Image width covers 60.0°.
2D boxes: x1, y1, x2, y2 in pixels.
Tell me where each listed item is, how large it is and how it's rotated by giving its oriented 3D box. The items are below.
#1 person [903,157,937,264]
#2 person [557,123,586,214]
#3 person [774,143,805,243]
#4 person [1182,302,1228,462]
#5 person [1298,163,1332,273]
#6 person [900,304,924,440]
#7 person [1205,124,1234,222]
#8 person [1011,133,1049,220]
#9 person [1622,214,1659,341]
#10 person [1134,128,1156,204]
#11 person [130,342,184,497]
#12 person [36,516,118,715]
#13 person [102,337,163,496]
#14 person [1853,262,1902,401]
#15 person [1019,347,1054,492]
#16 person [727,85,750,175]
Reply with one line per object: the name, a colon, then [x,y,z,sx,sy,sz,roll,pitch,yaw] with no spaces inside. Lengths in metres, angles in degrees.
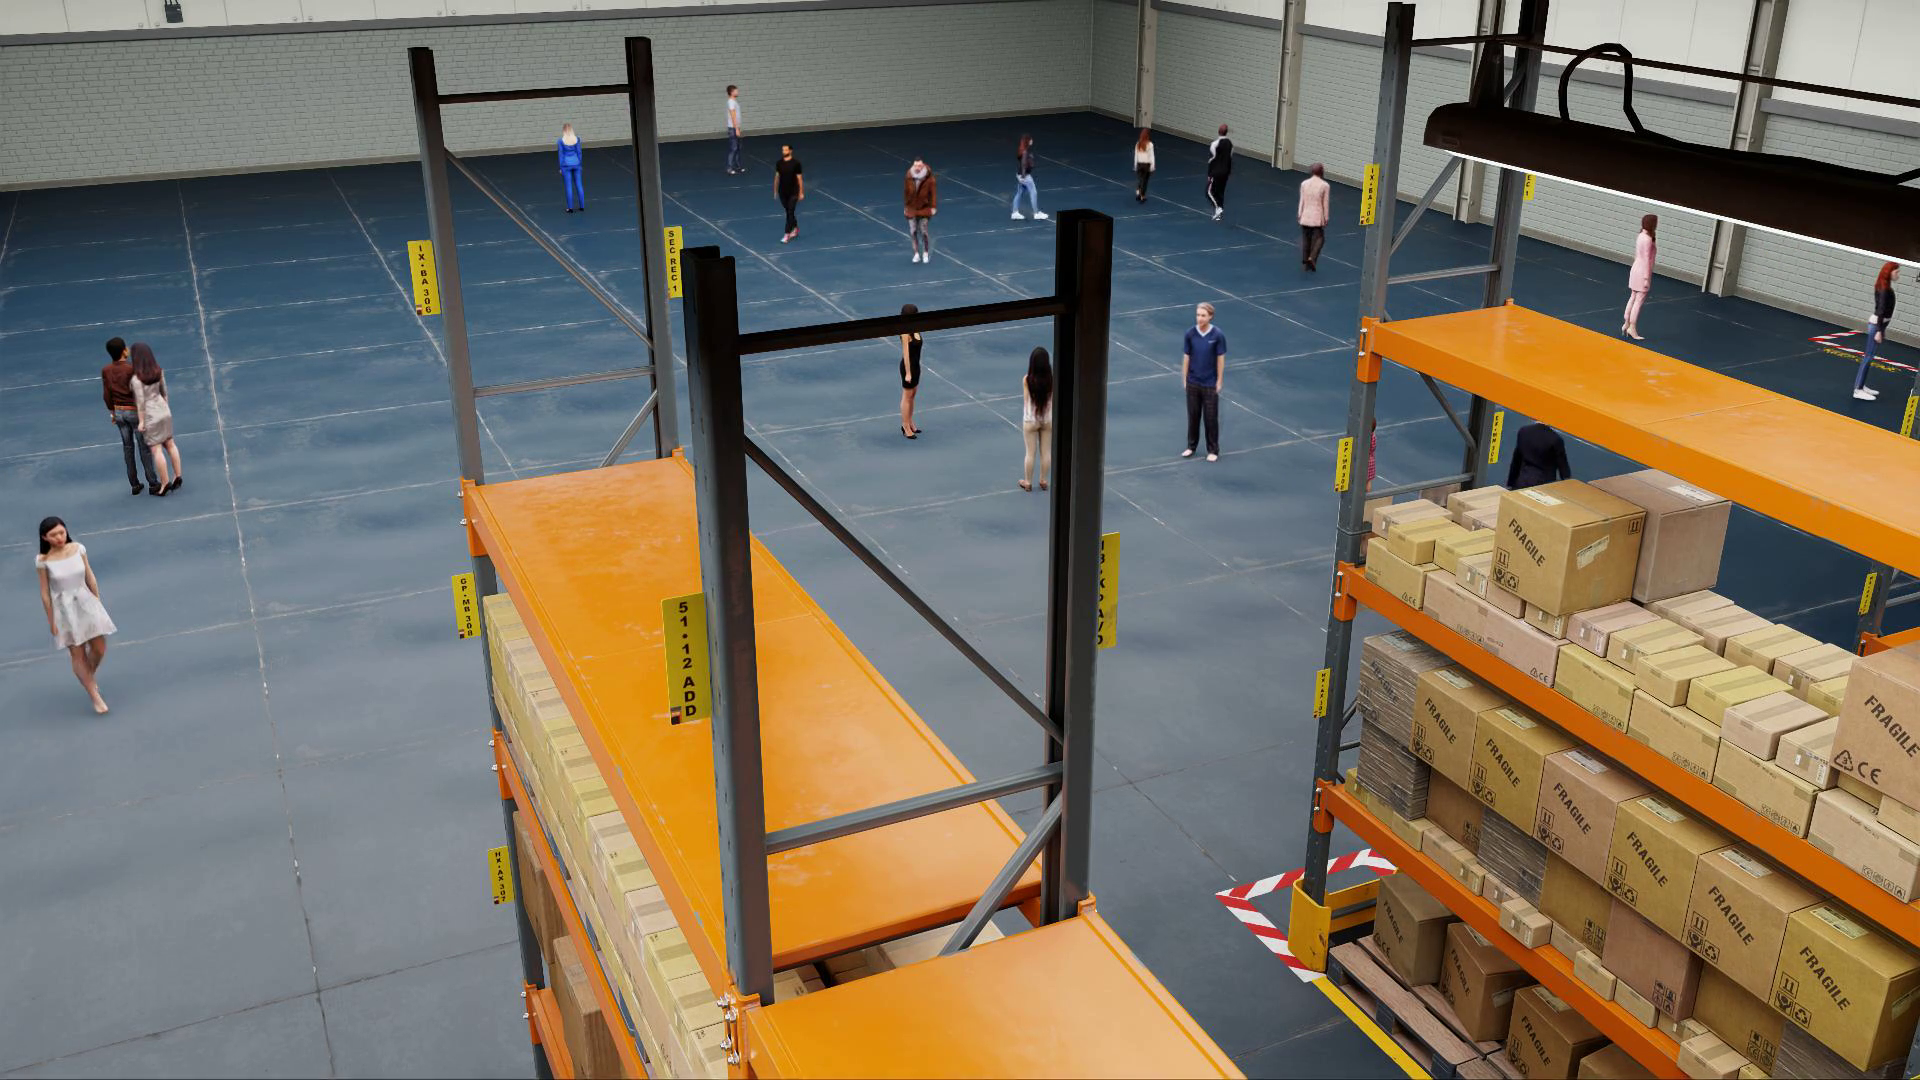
person: [-0.699,-5.636,28.348,0.833,1.810,0.872,5,24,11]
person: [-7.522,-7.207,32.182,0.635,1.701,0.569,-14,27,-29]
person: [-3.043,-6.247,29.906,1.144,1.715,1.206,8,24,18]
person: [2.826,-1.863,19.401,0.714,1.868,0.789,9,25,21]
person: [5.853,-5.335,27.661,0.948,1.792,0.990,12,26,26]
person: [-0.607,-2.059,20.142,0.689,1.649,0.616,7,24,15]
person: [4.921,-6.902,31.319,0.683,1.815,0.711,-9,25,-21]
person: [1.147,-6.864,31.489,0.903,1.612,0.964,-2,23,-4]
person: [9.857,-3.820,24.087,0.746,1.803,0.622,1,23,3]
person: [3.618,-7.393,32.906,0.624,1.476,0.705,14,27,30]
person: [-8.862,-1.336,18.318,0.726,1.746,0.655,7,24,16]
person: [-7.333,0.606,13.724,0.839,1.767,0.759,21,31,40]
person: [-9.156,-1.368,18.348,0.713,1.781,0.702,2,23,5]
person: [11.873,-2.720,21.518,0.678,1.789,0.660,16,28,33]
person: [0.871,-1.329,18.420,0.617,1.652,0.566,-10,25,-23]
person: [-4.890,-8.837,35.801,0.826,1.869,0.754,-1,23,-3]
